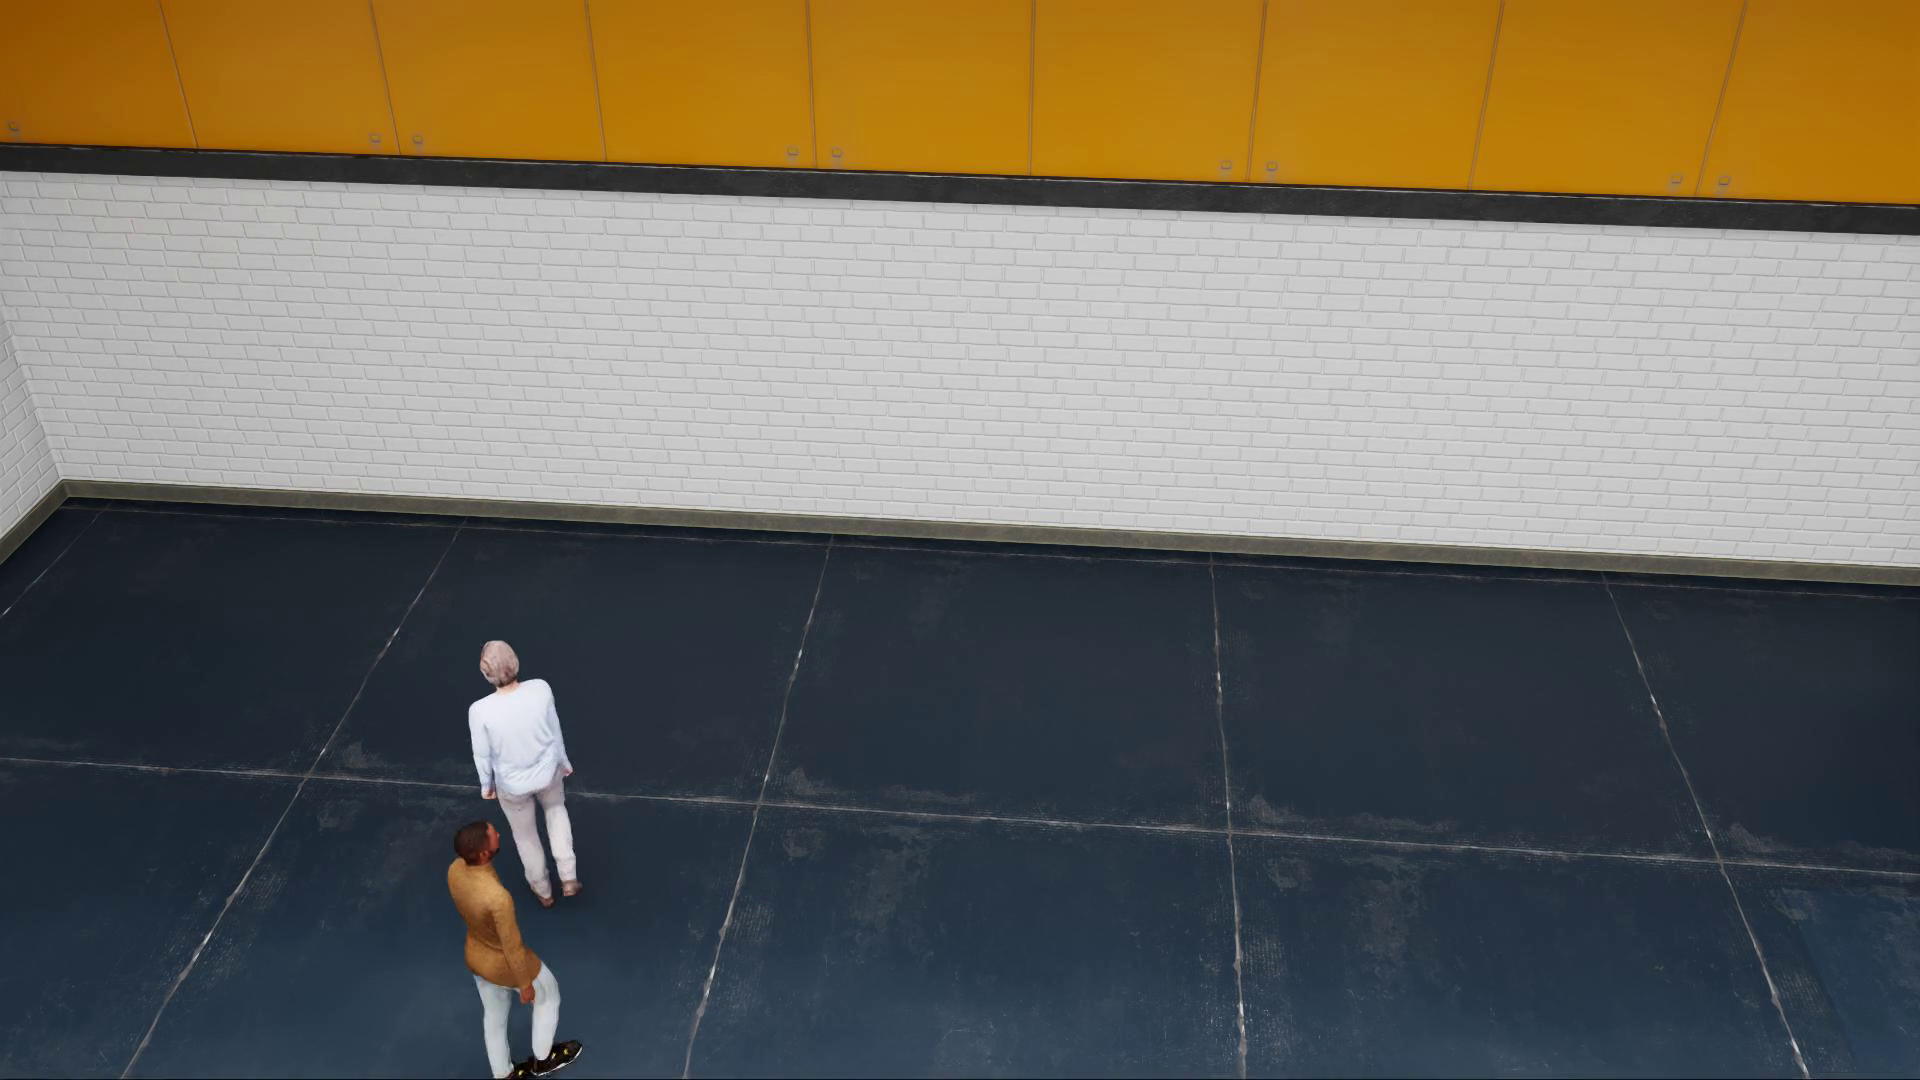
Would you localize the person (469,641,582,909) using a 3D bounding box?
[{"bbox_3d":[-2.419,1.393,9.431,0.858,1.884,0.912,-17,37,-24],"label":"person"}]

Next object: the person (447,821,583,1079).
[{"bbox_3d":[-2.373,2.163,8.343,0.818,1.806,0.865,23,40,30],"label":"person"}]
